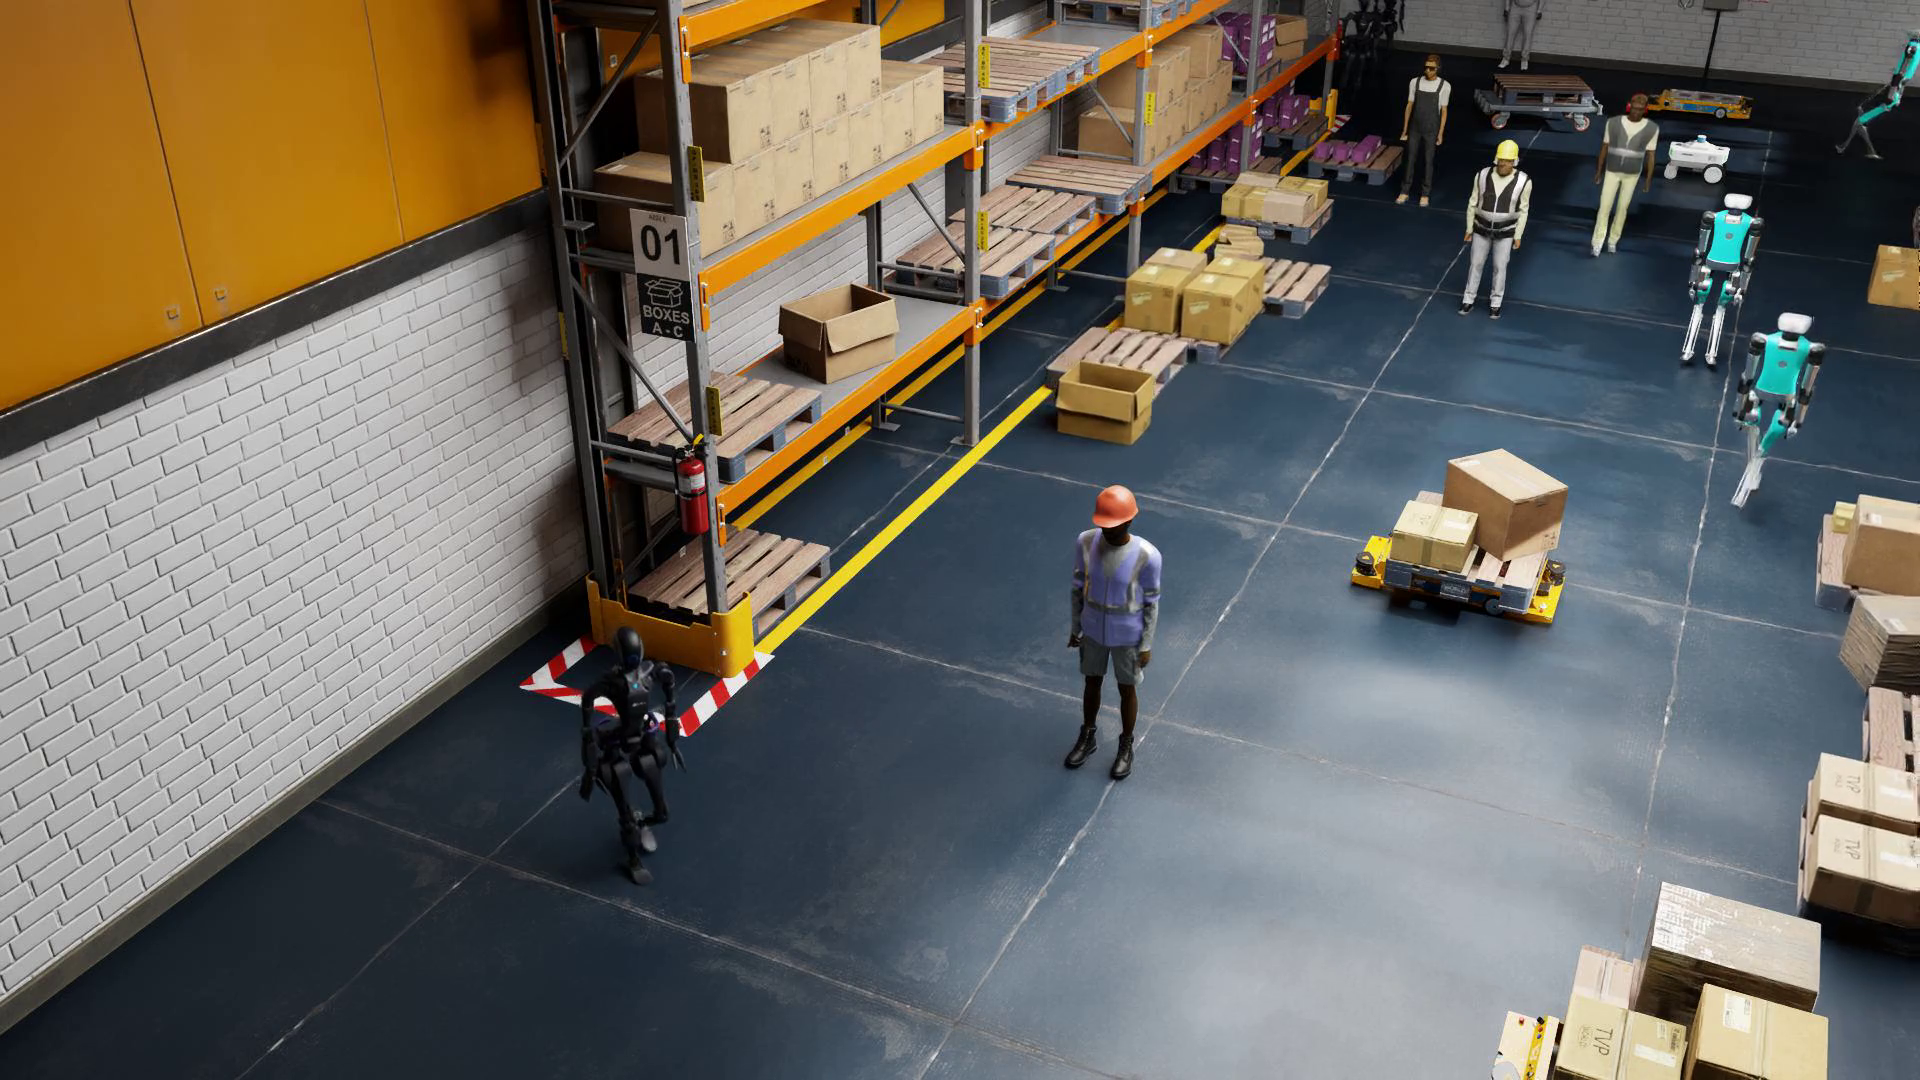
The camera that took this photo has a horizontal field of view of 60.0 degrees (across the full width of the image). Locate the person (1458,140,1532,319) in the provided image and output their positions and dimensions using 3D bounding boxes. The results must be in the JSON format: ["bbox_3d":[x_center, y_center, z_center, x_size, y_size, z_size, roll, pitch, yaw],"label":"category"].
[{"bbox_3d":[5.440,-3.164,16.942,0.597,1.836,0.404,13,31,22],"label":"person"}]

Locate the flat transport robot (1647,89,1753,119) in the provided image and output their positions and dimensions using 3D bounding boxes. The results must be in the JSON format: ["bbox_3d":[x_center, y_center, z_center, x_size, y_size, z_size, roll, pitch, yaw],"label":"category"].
[{"bbox_3d":[11.016,-6.498,24.777,1.431,0.231,0.659,13,31,22],"label":"flat transport robot"}]

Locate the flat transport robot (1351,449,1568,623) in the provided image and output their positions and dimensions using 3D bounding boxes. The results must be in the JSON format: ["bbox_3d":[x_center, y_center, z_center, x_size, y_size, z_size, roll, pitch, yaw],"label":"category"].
[{"bbox_3d":[3.680,0.247,12.270,1.431,0.231,0.659,13,31,22],"label":"flat transport robot"}]

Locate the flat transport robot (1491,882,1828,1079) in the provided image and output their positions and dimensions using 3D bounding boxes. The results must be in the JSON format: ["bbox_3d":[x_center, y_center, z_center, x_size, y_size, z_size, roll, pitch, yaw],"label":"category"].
[{"bbox_3d":[3.262,2.645,7.824,1.431,0.231,0.659,13,31,22],"label":"flat transport robot"}]

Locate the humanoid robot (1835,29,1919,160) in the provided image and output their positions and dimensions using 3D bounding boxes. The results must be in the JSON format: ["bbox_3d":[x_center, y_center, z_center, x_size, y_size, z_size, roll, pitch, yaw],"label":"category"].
[{"bbox_3d":[12.256,-5.918,22.248,0.848,1.867,0.551,22,35,35],"label":"humanoid robot"}]

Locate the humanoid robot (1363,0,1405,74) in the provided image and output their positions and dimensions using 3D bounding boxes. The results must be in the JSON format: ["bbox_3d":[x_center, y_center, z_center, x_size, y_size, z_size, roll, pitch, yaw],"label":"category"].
[{"bbox_3d":[6.816,-8.298,26.644,0.618,1.641,0.391,-8,29,-15],"label":"humanoid robot"}]

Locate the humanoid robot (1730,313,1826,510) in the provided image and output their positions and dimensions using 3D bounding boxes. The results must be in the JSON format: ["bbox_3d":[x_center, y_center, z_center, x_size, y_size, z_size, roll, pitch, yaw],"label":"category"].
[{"bbox_3d":[6.411,-1.059,13.163,0.540,1.713,1.027,13,31,23],"label":"humanoid robot"}]

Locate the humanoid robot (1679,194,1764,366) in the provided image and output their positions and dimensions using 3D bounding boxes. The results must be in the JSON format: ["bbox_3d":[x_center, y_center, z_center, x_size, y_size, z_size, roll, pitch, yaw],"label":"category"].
[{"bbox_3d":[7.165,-2.501,15.677,0.533,1.677,0.735,13,31,22],"label":"humanoid robot"}]

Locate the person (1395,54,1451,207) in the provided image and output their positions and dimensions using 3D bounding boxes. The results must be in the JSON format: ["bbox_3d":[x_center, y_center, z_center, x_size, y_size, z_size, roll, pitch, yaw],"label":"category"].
[{"bbox_3d":[5.675,-5.021,20.378,0.512,1.845,0.340,13,31,22],"label":"person"}]

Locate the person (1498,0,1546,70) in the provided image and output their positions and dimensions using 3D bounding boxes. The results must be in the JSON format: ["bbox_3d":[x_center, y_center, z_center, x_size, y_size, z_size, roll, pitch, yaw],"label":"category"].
[{"bbox_3d":[9.148,-8.627,27.003,0.649,1.907,0.413,13,31,22],"label":"person"}]

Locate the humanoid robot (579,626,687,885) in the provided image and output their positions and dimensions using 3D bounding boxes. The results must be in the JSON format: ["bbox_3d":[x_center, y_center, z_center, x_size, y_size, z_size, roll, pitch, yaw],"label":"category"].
[{"bbox_3d":[-1.823,1.148,9.118,0.607,1.633,0.424,-18,33,-29],"label":"humanoid robot"}]

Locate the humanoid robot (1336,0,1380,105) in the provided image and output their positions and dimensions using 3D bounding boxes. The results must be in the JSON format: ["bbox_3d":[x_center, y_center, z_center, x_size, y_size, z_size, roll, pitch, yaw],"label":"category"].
[{"bbox_3d":[5.947,-7.322,24.836,0.604,1.639,0.433,1,28,3],"label":"humanoid robot"}]

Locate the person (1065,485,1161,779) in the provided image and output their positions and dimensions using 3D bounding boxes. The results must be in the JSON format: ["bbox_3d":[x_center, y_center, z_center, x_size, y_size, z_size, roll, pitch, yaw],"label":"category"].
[{"bbox_3d":[0.900,0.548,9.956,0.549,1.937,0.354,13,31,22],"label":"person"}]

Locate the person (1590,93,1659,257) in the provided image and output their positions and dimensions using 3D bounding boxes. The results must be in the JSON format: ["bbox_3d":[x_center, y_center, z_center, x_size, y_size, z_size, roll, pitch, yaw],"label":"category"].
[{"bbox_3d":[7.417,-4.047,18.590,0.596,1.819,0.742,10,30,18],"label":"person"}]

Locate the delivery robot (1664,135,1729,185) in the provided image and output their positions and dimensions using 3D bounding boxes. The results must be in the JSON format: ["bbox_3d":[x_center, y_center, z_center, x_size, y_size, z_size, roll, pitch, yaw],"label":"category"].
[{"bbox_3d":[9.581,-4.961,21.596,0.739,0.566,0.499,13,31,22],"label":"delivery robot"}]
